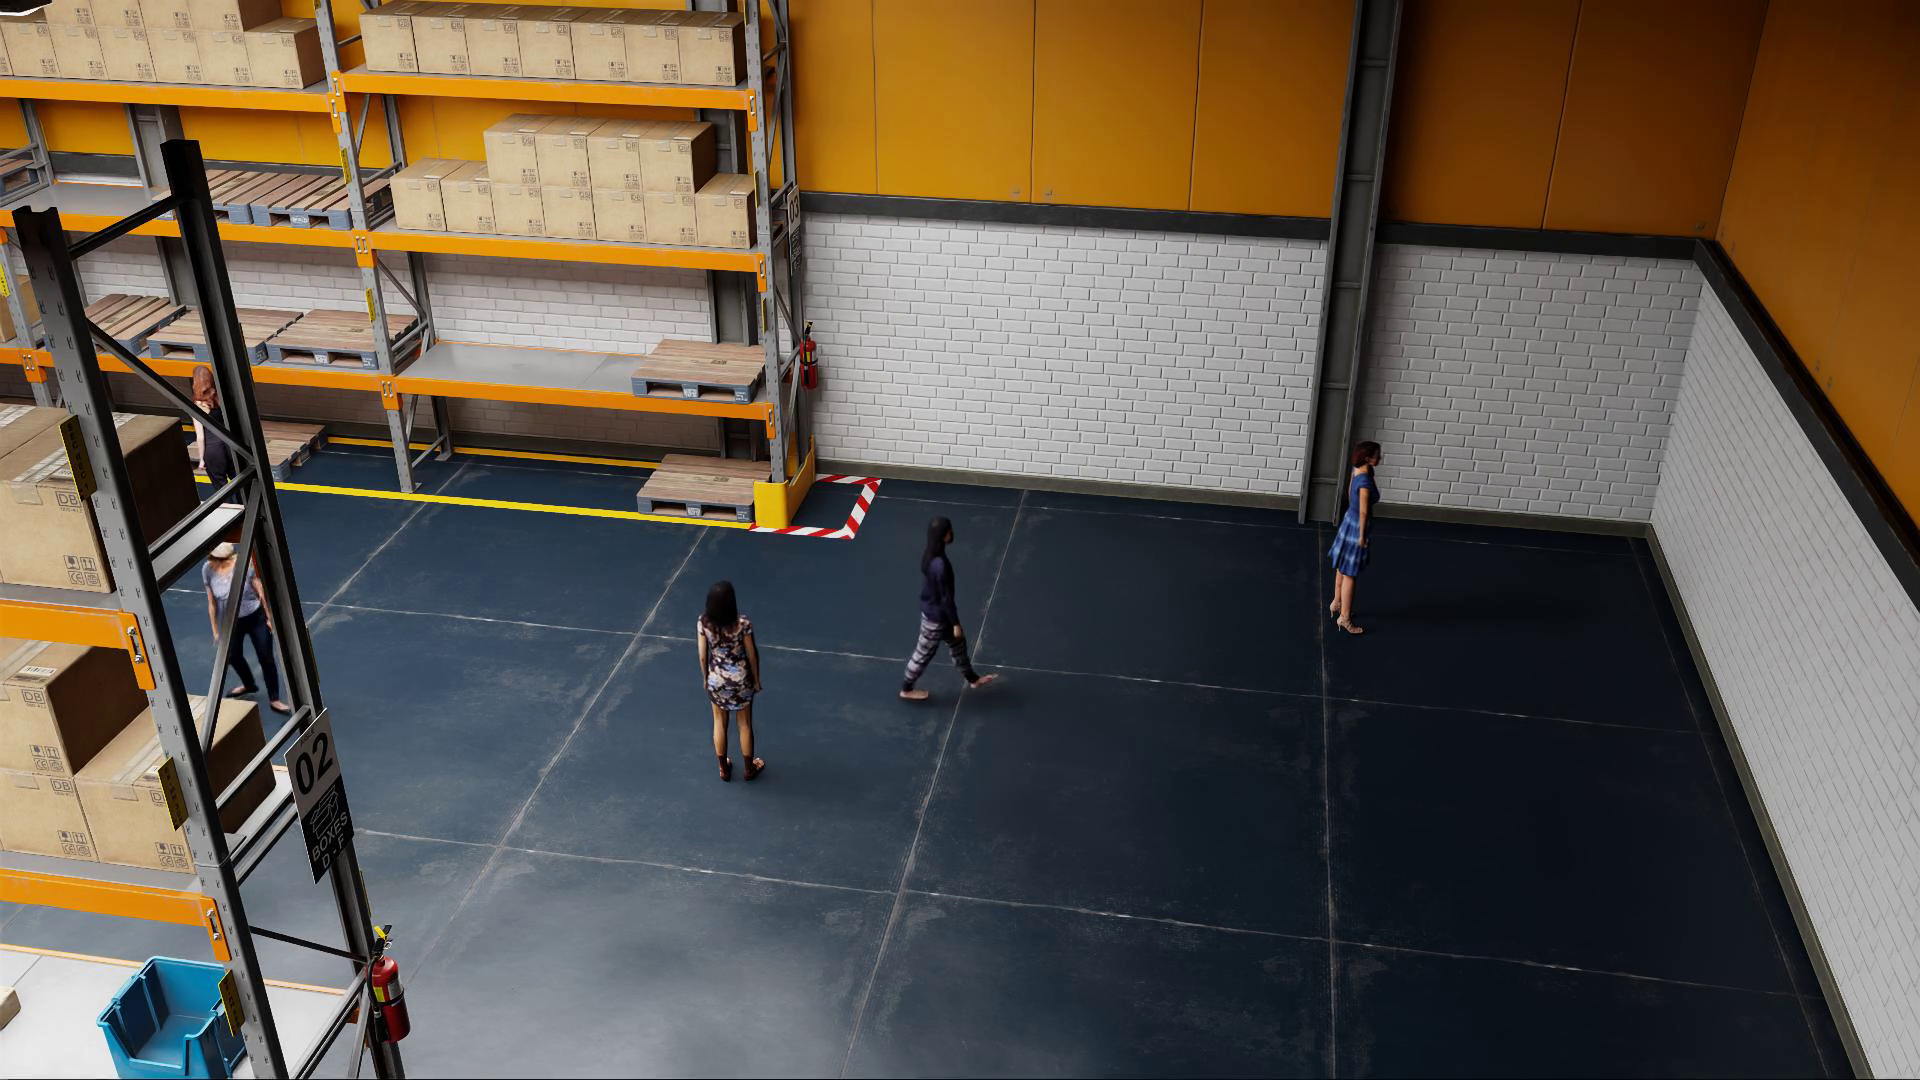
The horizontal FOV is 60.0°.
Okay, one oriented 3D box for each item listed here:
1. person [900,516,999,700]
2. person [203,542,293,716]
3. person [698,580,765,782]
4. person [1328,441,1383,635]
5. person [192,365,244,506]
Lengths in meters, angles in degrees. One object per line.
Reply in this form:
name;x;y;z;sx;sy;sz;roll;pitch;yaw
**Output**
person;-0.273;0.606;13.464;1.135;1.685;0.851;-5;29;-9
person;-5.708;0.648;13.376;0.677;1.695;0.896;-9;30;-16
person;-1.739;1.064;12.573;0.491;1.734;0.668;2;29;4
person;3.473;-0.043;14.529;0.627;1.805;0.702;0;29;1
person;-7.168;-0.874;16.112;0.641;1.747;0.661;17;33;28
